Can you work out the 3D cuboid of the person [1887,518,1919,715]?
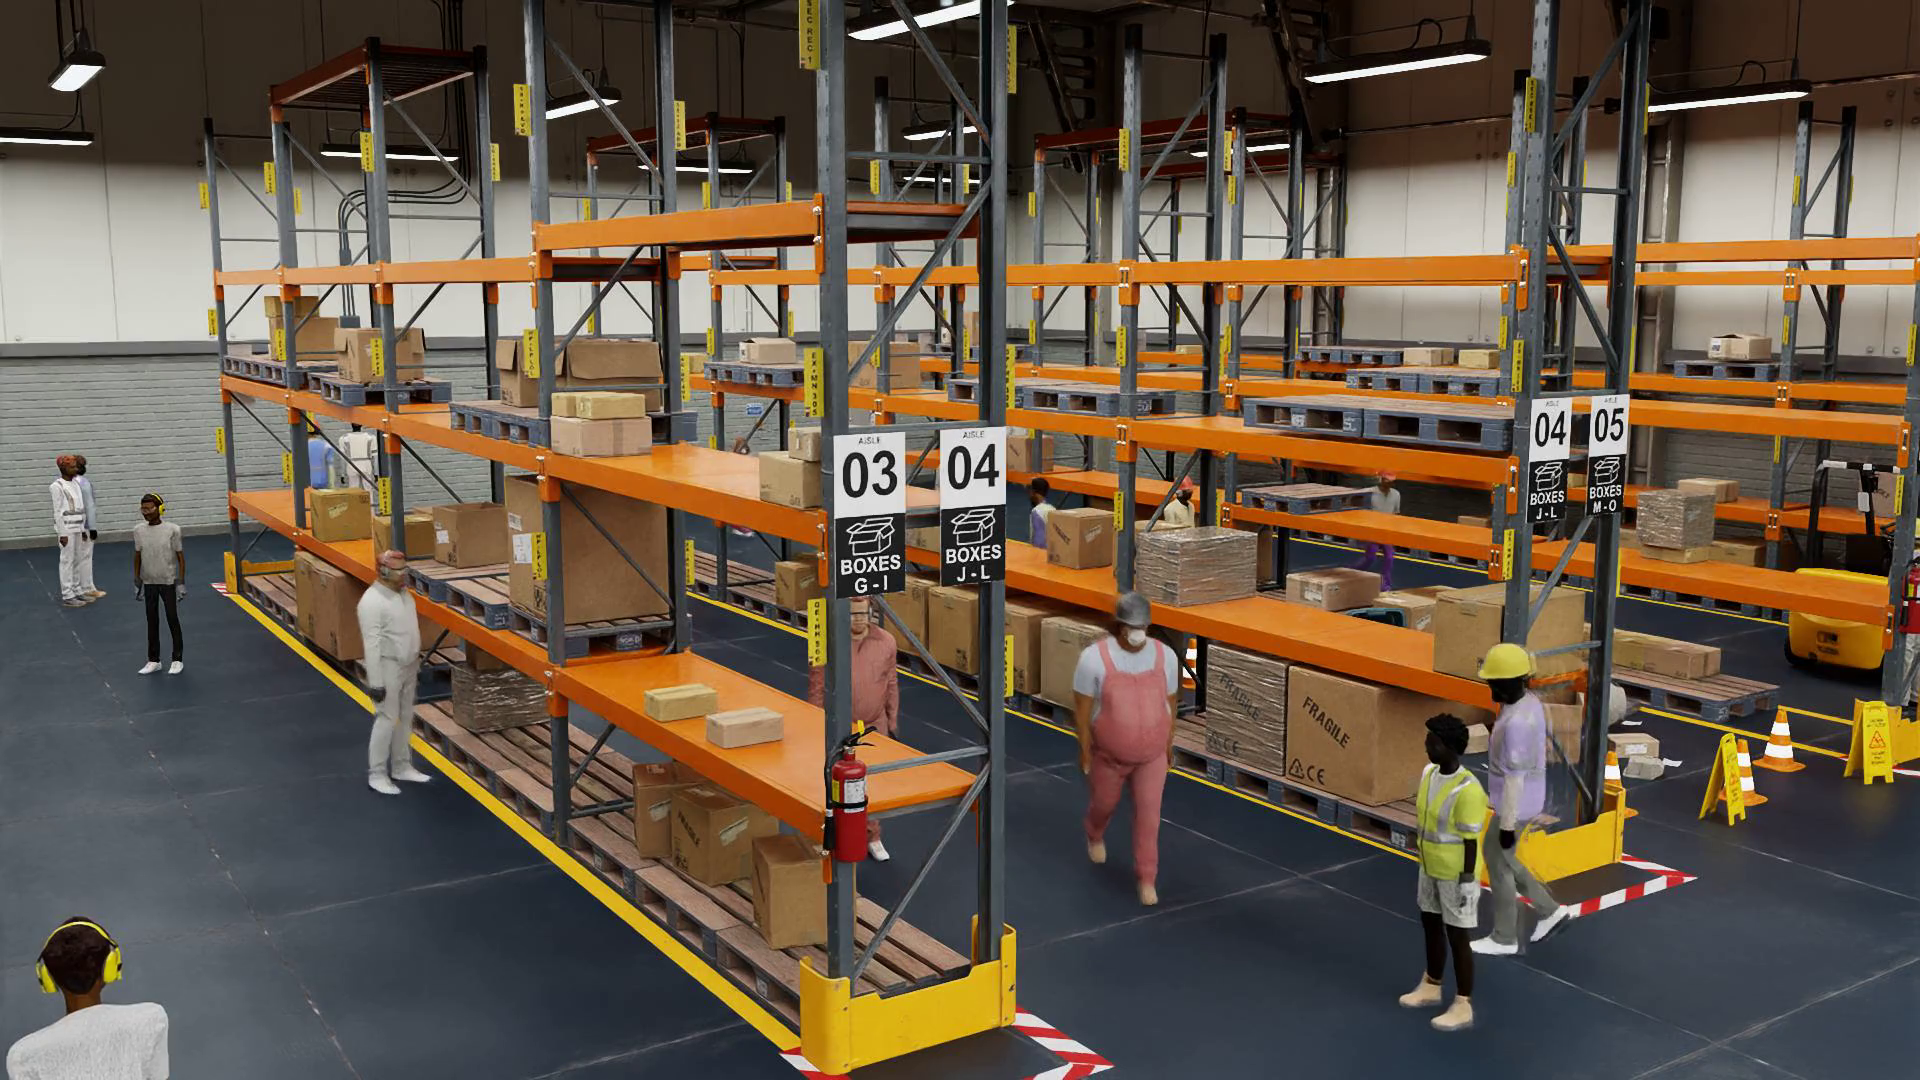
[{"bbox_3d":[8.767,0.701,15.381,0.587,1.835,0.404,-5,10,-28],"label":"person"}]

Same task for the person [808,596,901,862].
[{"bbox_3d":[-0.706,1.274,11.333,0.652,1.904,0.402,-3,9,-21],"label":"person"}]

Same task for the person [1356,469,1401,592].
[{"bbox_3d":[5.343,-0.129,21.287,0.563,1.723,0.680,-2,9,-13],"label":"person"}]

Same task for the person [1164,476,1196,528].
[{"bbox_3d":[2.615,0.110,19.581,0.329,1.751,0.572,6,11,37],"label":"person"}]

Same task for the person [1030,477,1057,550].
[{"bbox_3d":[0.983,0.268,18.146,0.462,1.874,0.645,2,9,14],"label":"person"}]

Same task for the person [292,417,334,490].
[{"bbox_3d":[-9.828,-0.879,25.317,0.617,2.015,0.893,-6,10,-35],"label":"person"}]

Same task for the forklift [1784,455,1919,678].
[{"bbox_3d":[9.643,0.253,17.172,2.313,2.155,1.214,-6,10,-33],"label":"forklift"}]

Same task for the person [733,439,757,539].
[{"bbox_3d":[-3.424,-0.820,26.360,0.509,1.577,0.877,-7,11,-38],"label":"person"}]

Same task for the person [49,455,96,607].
[{"bbox_3d":[-11.036,-0.116,20.658,0.355,1.883,0.575,-1,9,-4],"label":"person"}]

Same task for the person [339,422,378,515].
[{"bbox_3d":[-9.839,-1.124,27.224,0.595,1.923,0.378,-5,10,-28],"label":"person"}]

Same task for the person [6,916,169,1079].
[{"bbox_3d":[-2.861,2.167,5.527,0.323,1.862,0.518,8,12,43],"label":"person"}]

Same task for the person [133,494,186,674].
[{"bbox_3d":[-8.168,0.446,16.964,0.532,1.868,0.310,0,9,0],"label":"person"}]

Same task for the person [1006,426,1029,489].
[{"bbox_3d":[1.177,-1.880,33.034,0.573,1.703,0.938,-1,9,-7],"label":"person"}]

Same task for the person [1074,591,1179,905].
[{"bbox_3d":[1.081,1.271,10.901,0.687,2.000,0.896,-1,9,-6],"label":"person"}]

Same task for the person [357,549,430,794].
[{"bbox_3d":[-4.431,1.017,13.062,0.403,1.909,0.653,1,9,9],"label":"person"}]

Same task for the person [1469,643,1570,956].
[{"bbox_3d":[3.234,1.523,9.670,0.509,1.904,0.620,4,9,23],"label":"person"}]

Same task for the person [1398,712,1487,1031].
[{"bbox_3d":[2.592,1.750,8.872,0.316,1.691,0.537,-2,9,-15],"label":"person"}]

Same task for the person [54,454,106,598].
[{"bbox_3d":[-11.207,-0.170,21.157,0.634,1.841,0.429,4,9,25],"label":"person"}]
